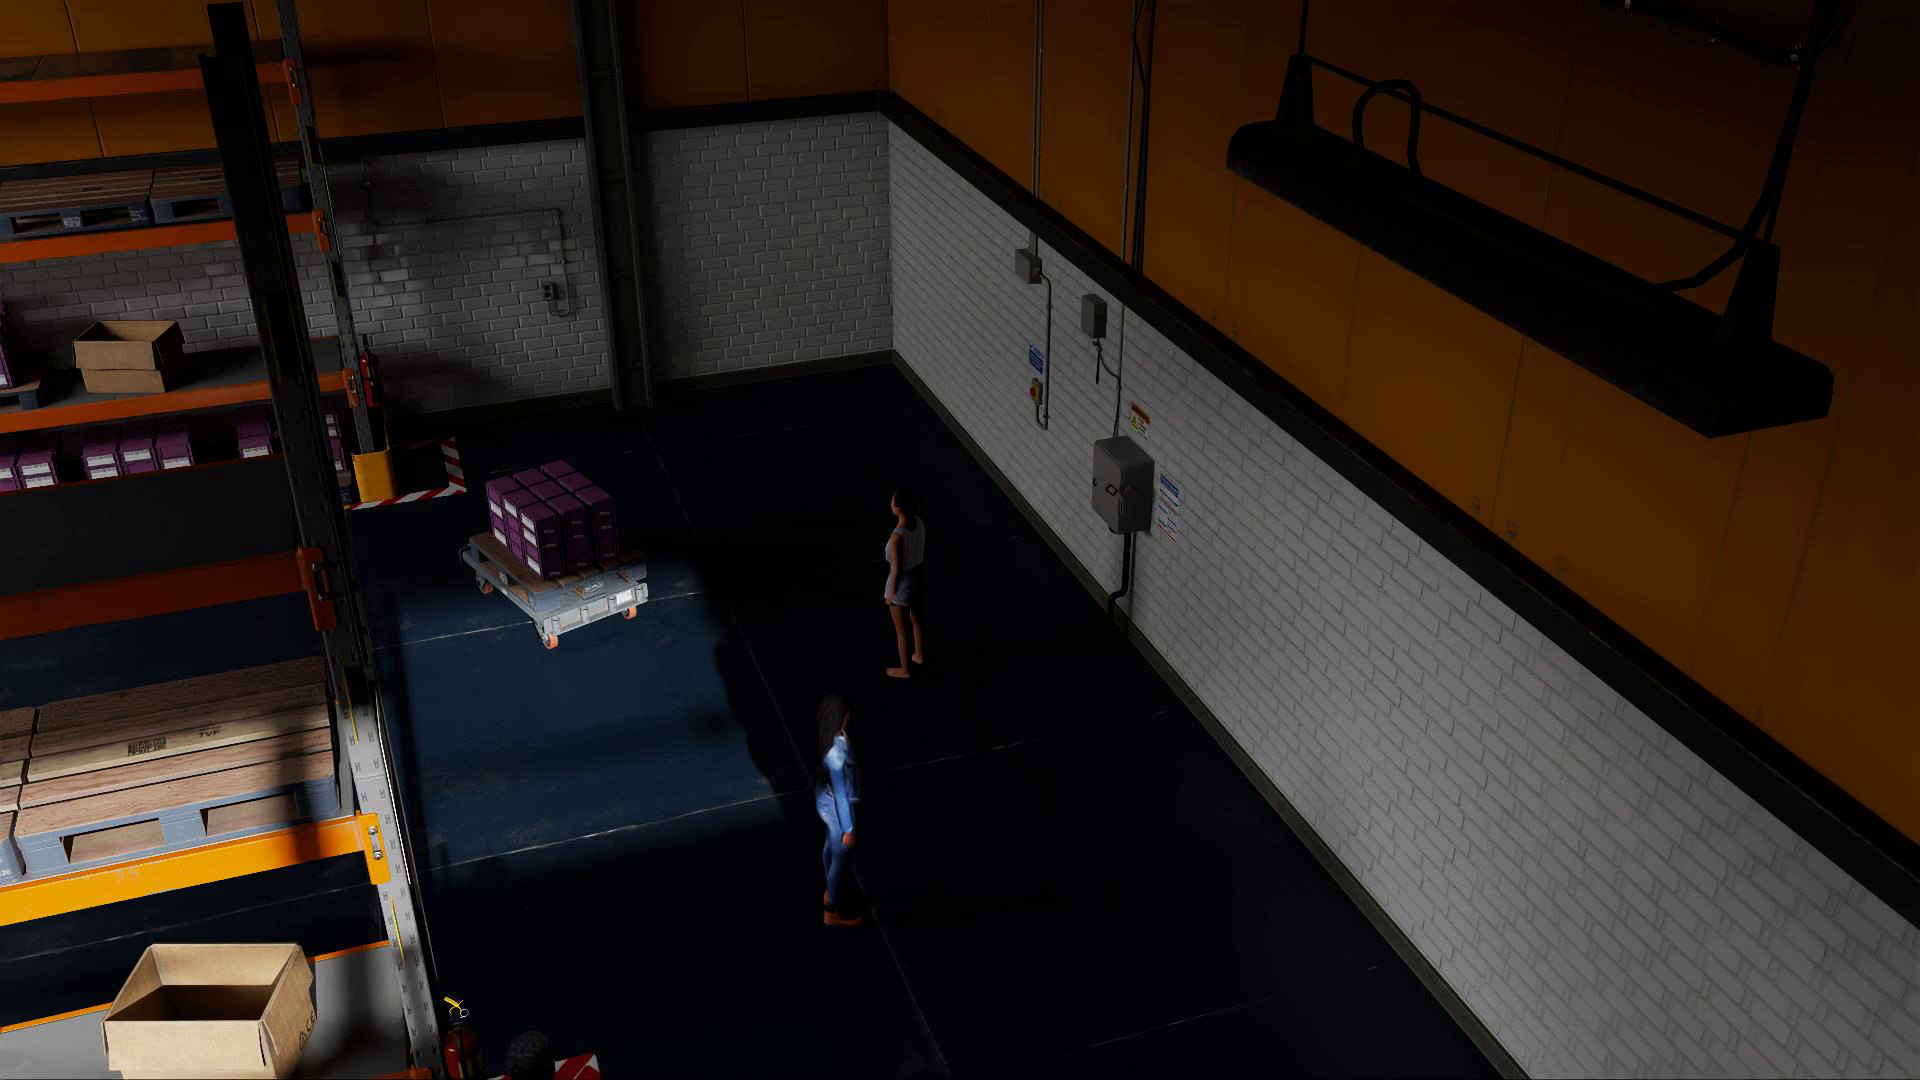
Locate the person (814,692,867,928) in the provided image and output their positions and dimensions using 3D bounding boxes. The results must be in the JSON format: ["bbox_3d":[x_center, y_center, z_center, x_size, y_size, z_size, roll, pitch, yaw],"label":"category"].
[{"bbox_3d":[-0.774,1.662,10.301,0.566,1.711,0.634,-6,29,-10],"label":"person"}]

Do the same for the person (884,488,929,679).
[{"bbox_3d":[-0.413,0.324,12.863,0.722,1.607,0.653,15,32,25],"label":"person"}]
